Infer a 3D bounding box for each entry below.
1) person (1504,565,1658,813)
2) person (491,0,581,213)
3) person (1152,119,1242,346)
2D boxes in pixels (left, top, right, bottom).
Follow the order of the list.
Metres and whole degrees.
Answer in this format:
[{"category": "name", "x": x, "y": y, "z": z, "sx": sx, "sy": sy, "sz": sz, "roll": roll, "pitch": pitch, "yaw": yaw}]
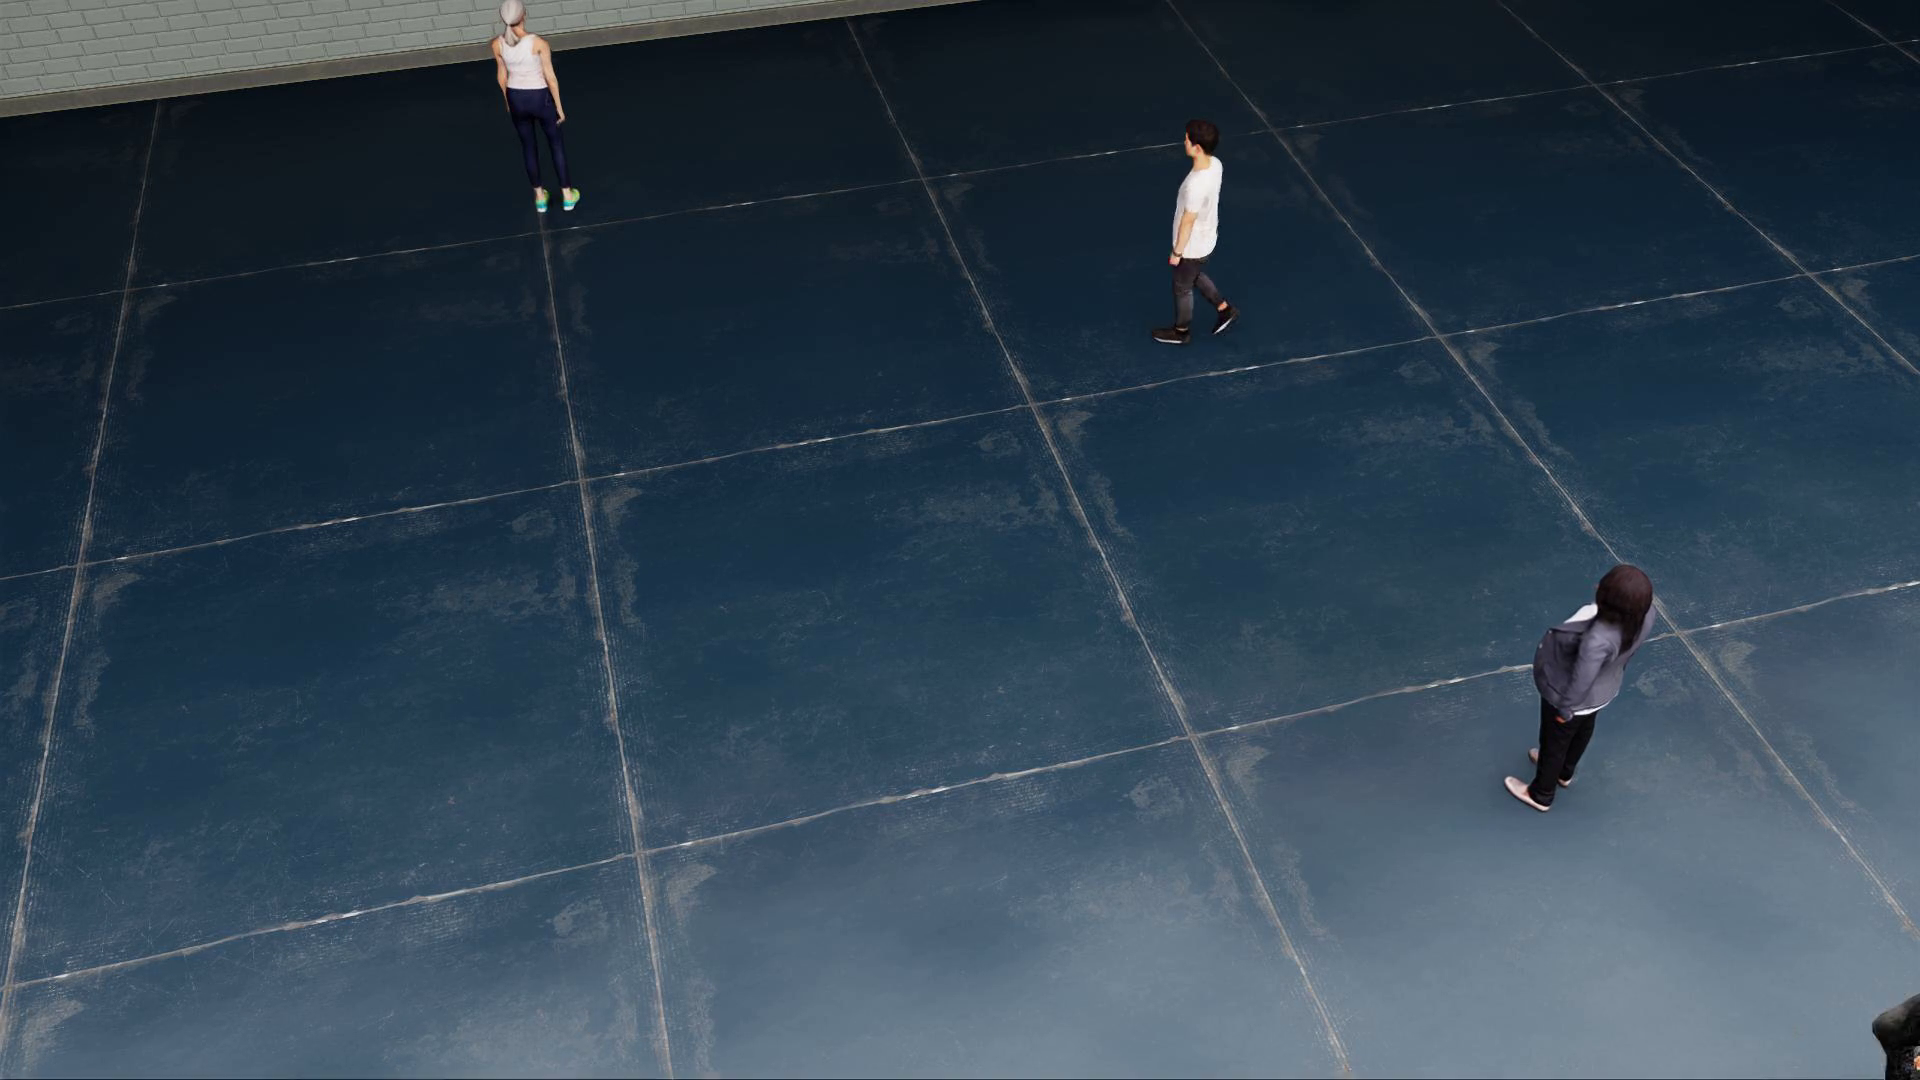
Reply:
[{"category": "person", "x": 3.090, "y": 0.725, "z": 8.240, "sx": 0.781, "sy": 1.596, "sz": 0.807, "roll": -32, "pitch": 52, "yaw": -29}, {"category": "person", "x": -3.206, "y": -3.210, "z": 12.378, "sx": 0.671, "sy": 1.700, "sz": 0.643, "roll": 1, "pitch": 43, "yaw": 1}, {"category": "person", "x": 1.633, "y": -1.992, "z": 11.069, "sx": 0.923, "sy": 1.707, "sz": 0.896, "roll": 14, "pitch": 45, "yaw": 15}]
